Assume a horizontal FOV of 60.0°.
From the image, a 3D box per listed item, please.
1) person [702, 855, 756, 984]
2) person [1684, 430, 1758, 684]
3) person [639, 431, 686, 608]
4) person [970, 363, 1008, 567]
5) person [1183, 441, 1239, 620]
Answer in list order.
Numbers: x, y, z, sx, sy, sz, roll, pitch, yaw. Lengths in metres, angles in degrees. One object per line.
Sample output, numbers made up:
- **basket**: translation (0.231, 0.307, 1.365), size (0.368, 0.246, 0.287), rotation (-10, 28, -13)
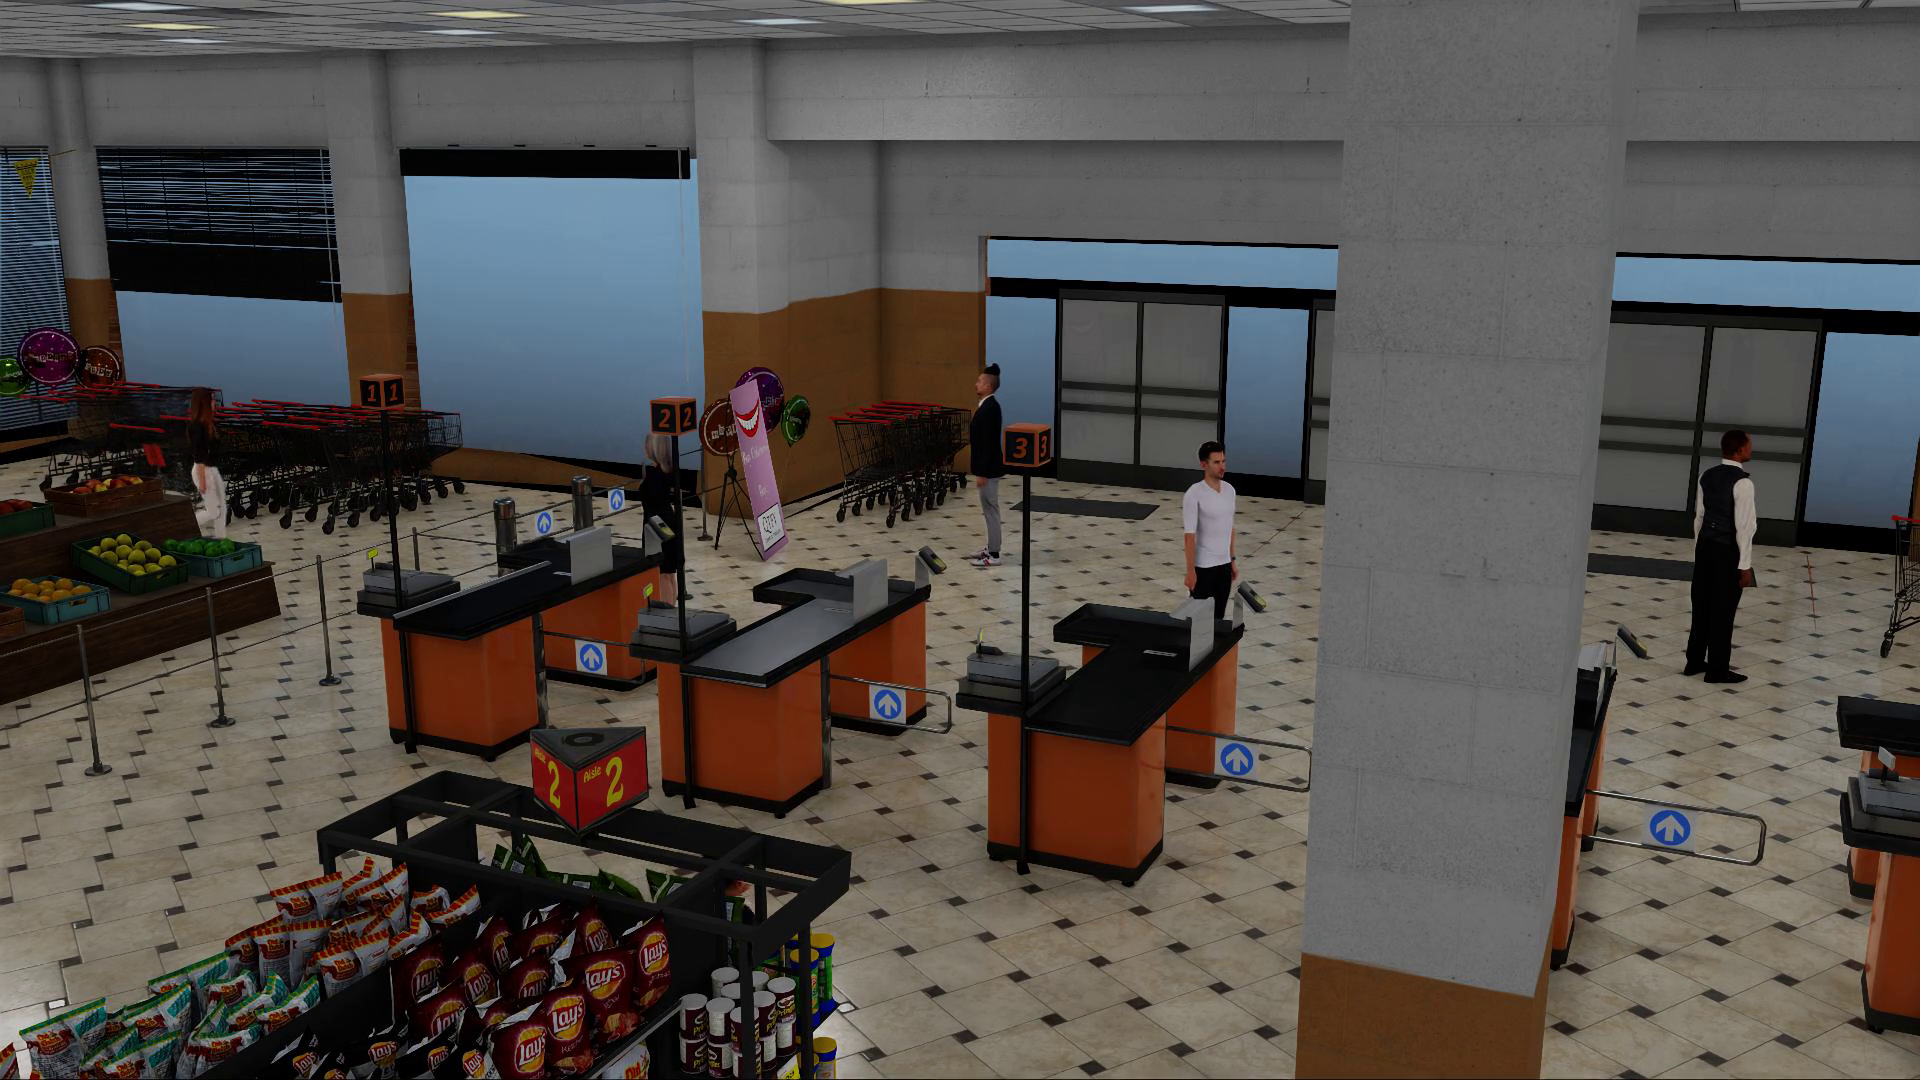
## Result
- **person**: translation (-1.004, 1.836, 6.951), size (0.669, 1.216, 0.611), rotation (-12, 18, -41)
- **person**: translation (5.744, 0.115, 12.553), size (0.830, 1.919, 0.764), rotation (-5, 14, -18)
- **person**: translation (-2.437, -0.037, 13.547), size (0.739, 1.747, 0.627), rotation (0, 14, 2)
- **person**: translation (0.281, -0.729, 15.975), size (0.847, 1.948, 0.686), rotation (1, 14, 3)
- **person**: translation (1.871, 0.173, 12.461), size (0.669, 1.851, 0.819), rotation (-10, 17, -37)
